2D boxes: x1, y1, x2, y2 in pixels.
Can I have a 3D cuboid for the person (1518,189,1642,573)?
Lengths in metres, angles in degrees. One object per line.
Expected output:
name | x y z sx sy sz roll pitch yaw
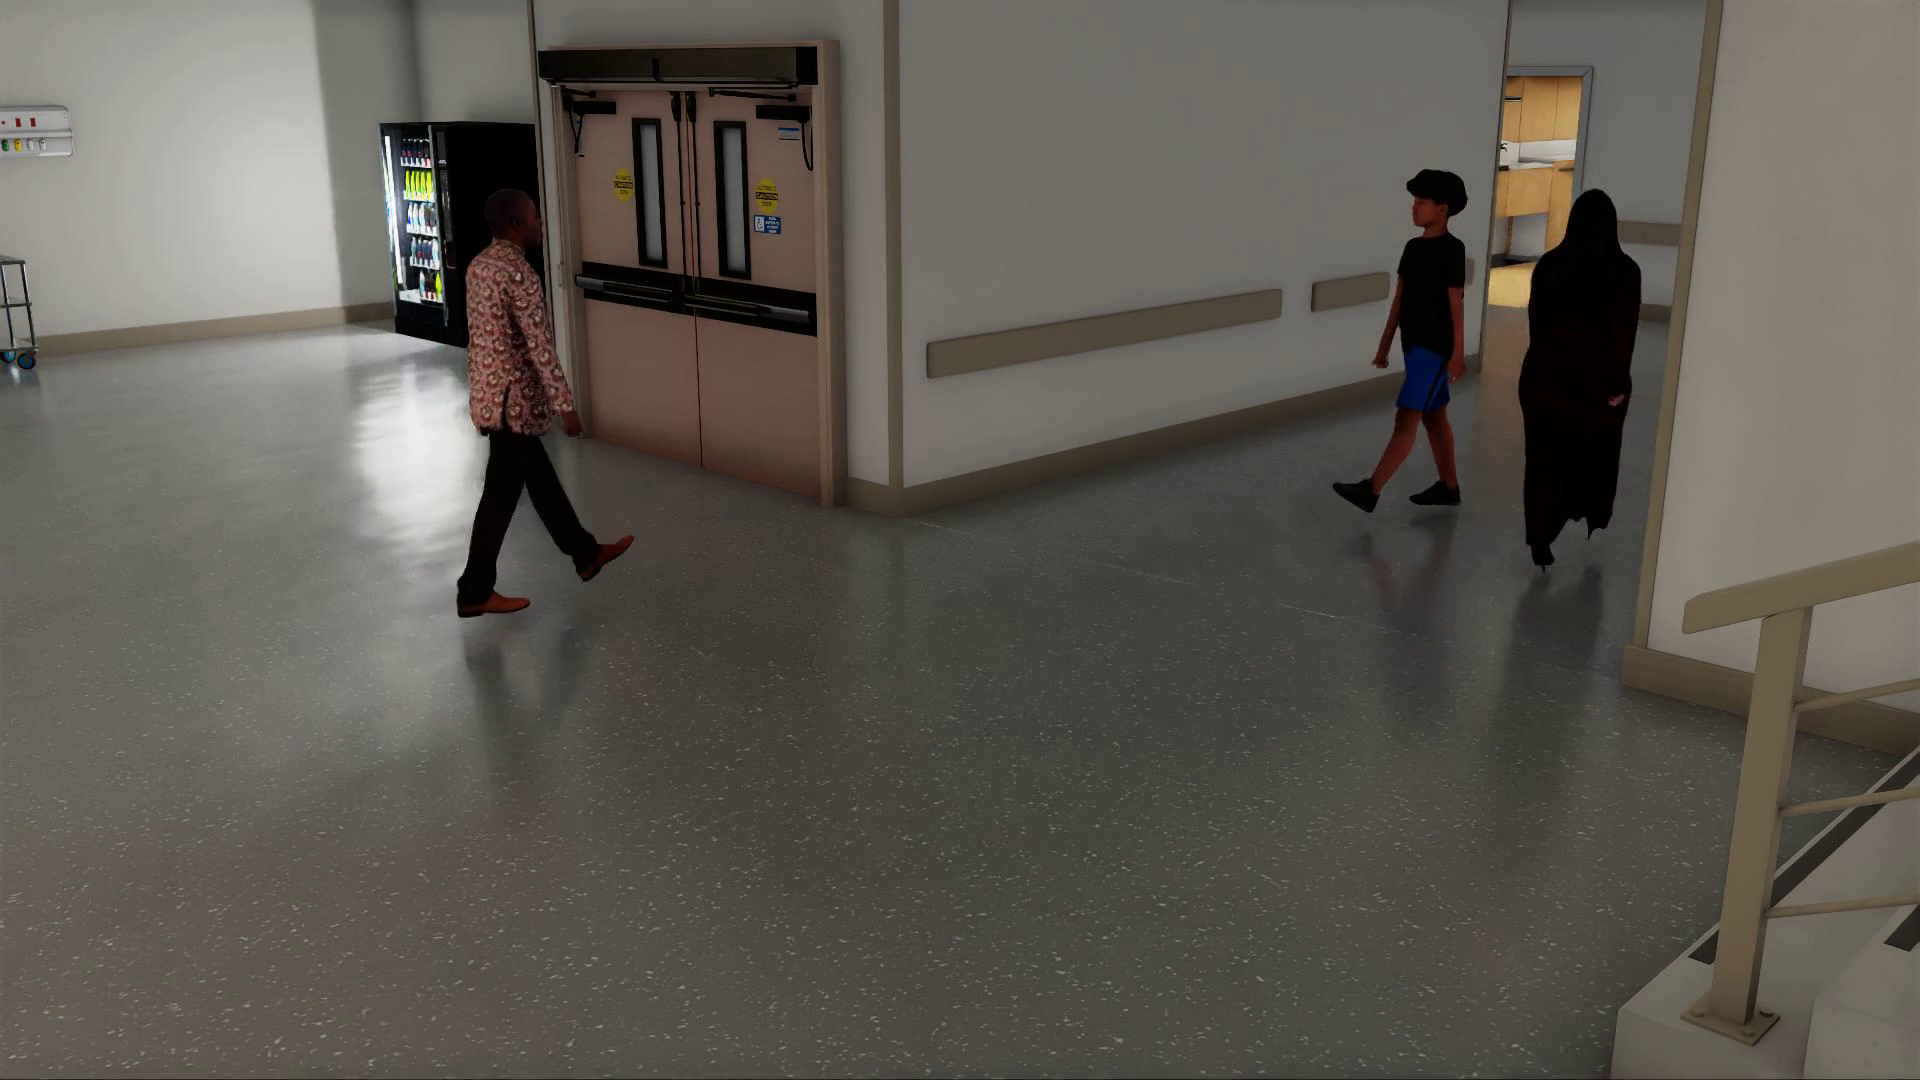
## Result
person | 2.784 -0.687 7.603 1.036 1.719 0.895 9 18 29

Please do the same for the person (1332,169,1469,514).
person | 2.502 -0.992 8.602 1.021 1.763 1.097 -5 16 -16

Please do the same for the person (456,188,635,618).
person | -1.957 -0.532 6.967 0.913 1.765 1.124 -11 19 -34
